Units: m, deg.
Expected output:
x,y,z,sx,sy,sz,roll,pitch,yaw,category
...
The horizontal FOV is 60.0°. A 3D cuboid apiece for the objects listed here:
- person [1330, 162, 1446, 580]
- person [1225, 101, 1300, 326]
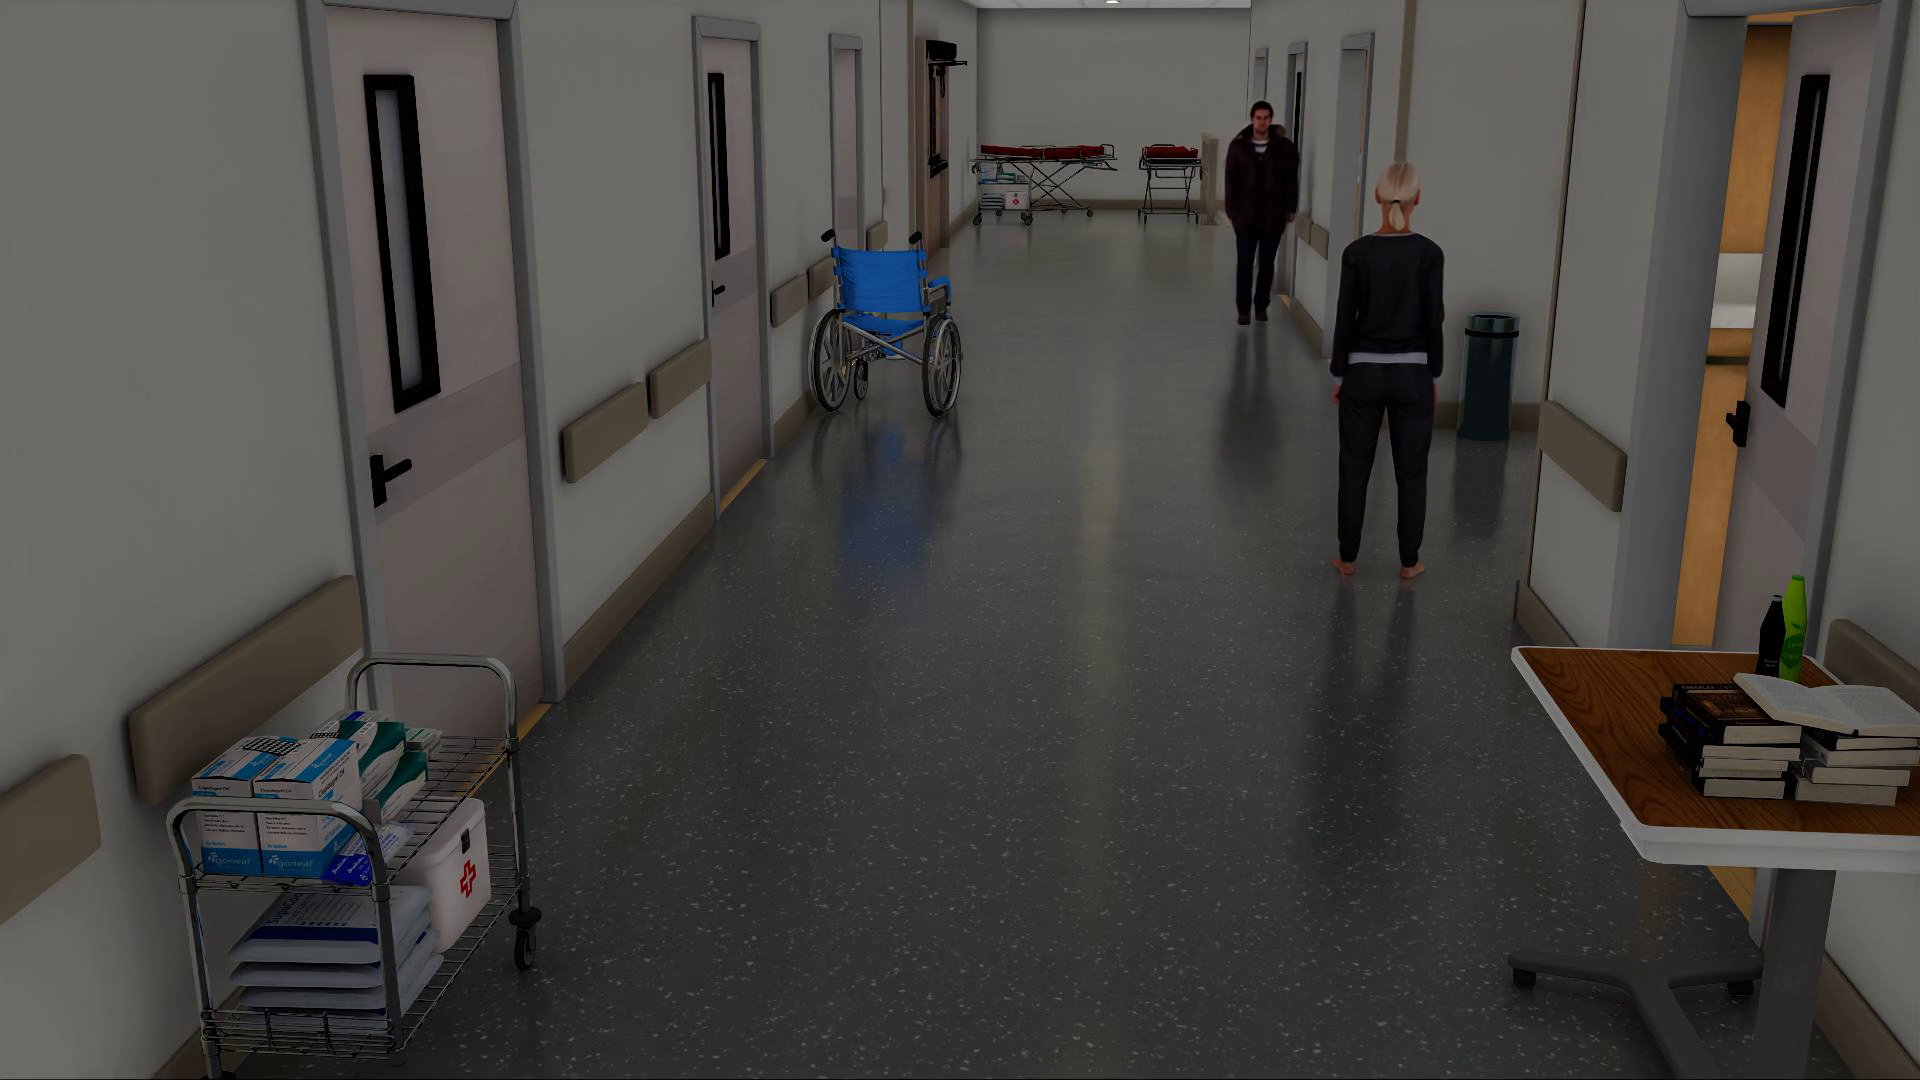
x,y,z,sx,sy,sz,roll,pitch,yaw,category
1.781,-0.699,6.923,0.641,1.726,0.576,4,16,15,person
2.511,-2.709,13.898,0.781,1.809,1.003,2,16,6,person
